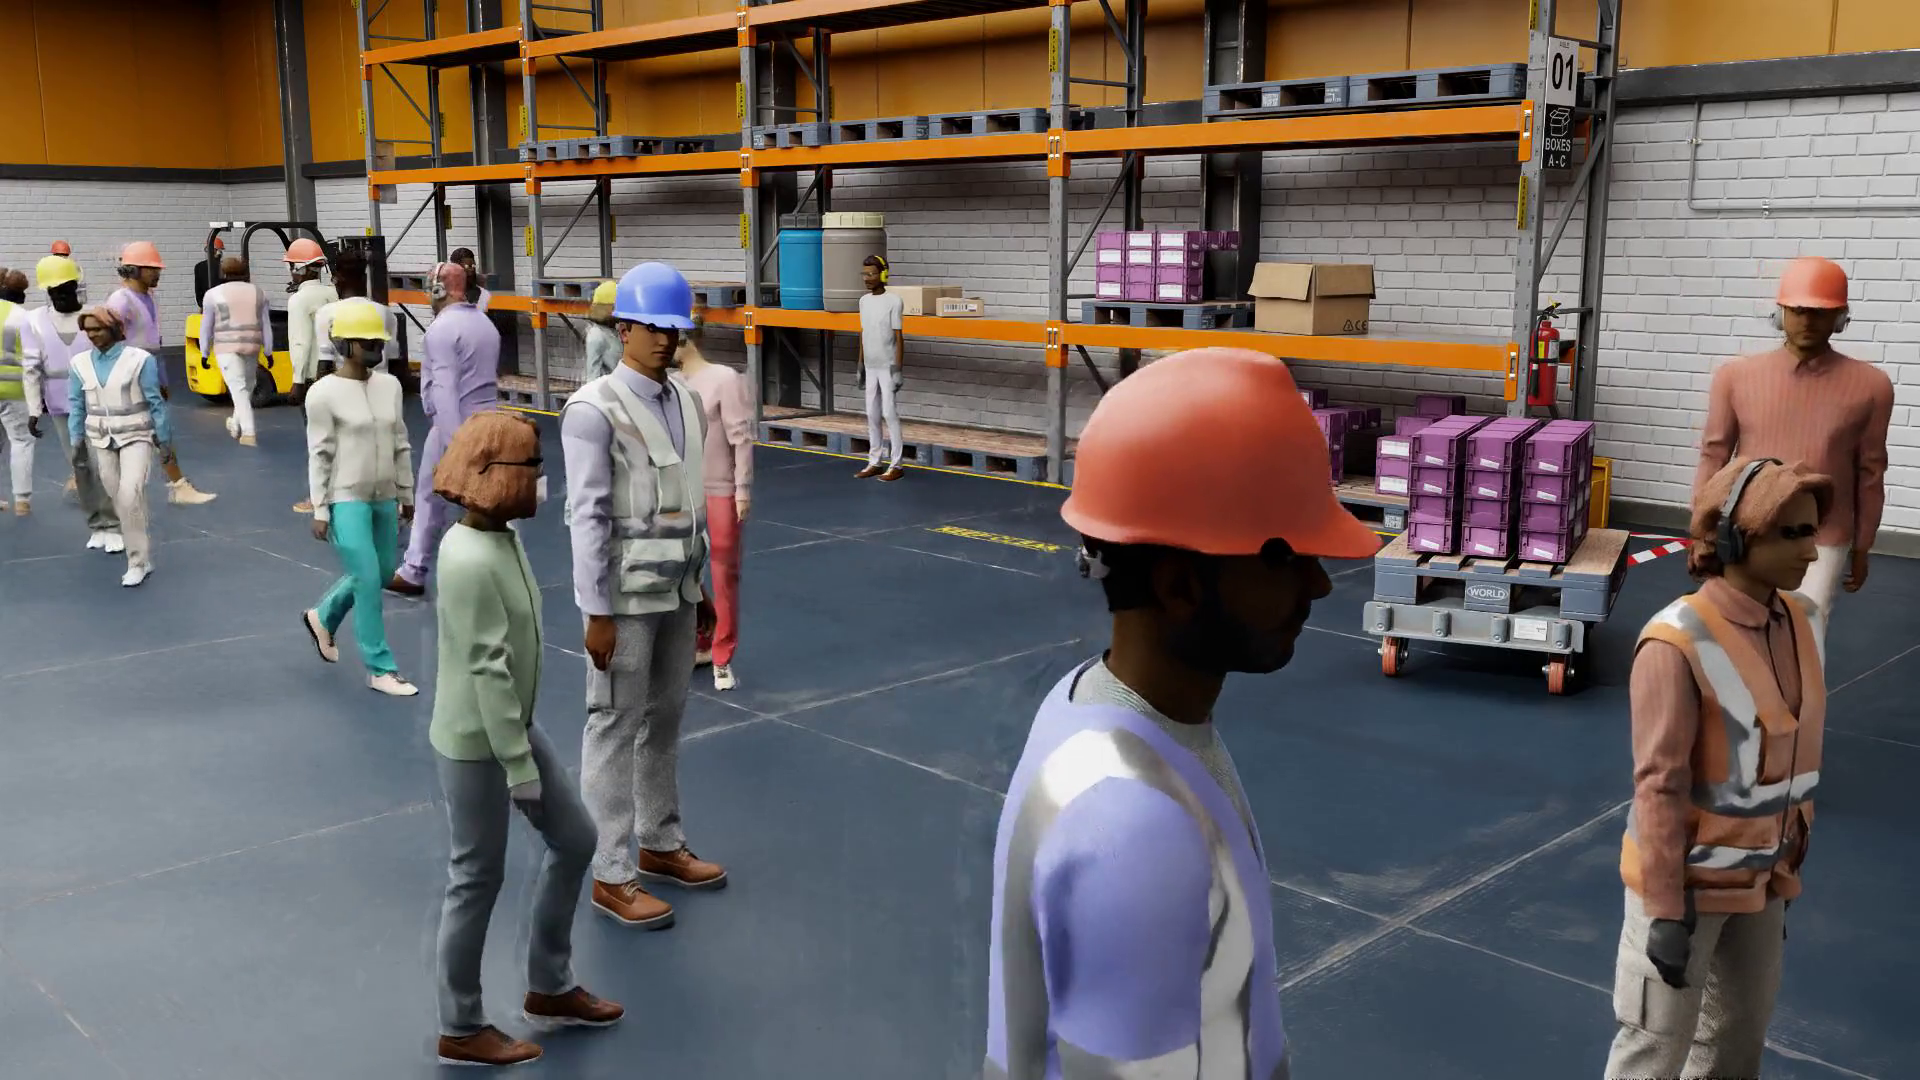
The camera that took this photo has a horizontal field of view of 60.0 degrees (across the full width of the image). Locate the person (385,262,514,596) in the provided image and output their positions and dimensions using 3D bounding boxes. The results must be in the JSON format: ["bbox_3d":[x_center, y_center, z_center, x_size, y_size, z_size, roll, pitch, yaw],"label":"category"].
[{"bbox_3d":[-2.899,-0.605,9.311,0.906,1.866,0.661,3,11,14],"label":"person"}]

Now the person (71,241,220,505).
[{"bbox_3d":[-6.196,-1.224,12.401,1.091,1.988,0.617,-1,10,-5],"label":"person"}]

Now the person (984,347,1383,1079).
[{"bbox_3d":[0.138,0.753,1.776,0.565,1.917,0.550,2,11,10],"label":"person"}]

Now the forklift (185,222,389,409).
[{"bbox_3d":[-8.169,-2.758,20.163,2.313,2.155,1.214,-10,14,-44],"label":"forklift"}]

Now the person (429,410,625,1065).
[{"bbox_3d":[-1.042,0.497,4.008,0.558,1.618,0.504,0,10,-1],"label":"person"}]

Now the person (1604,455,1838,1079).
[{"bbox_3d":[1.409,0.651,3.118,0.524,1.630,0.315,-7,13,-34],"label":"person"}]

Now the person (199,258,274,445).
[{"bbox_3d":[-7.104,-1.842,16.243,0.927,1.794,0.654,10,14,43],"label":"person"}]

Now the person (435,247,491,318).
[{"bbox_3d":[-4.180,-1.497,14.041,0.399,1.920,0.590,6,12,30],"label":"person"}]

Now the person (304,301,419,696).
[{"bbox_3d":[-2.726,-0.197,7.434,0.738,1.742,0.529,5,12,27],"label":"person"}]

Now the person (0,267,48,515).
[{"bbox_3d":[-6.895,-1.052,11.970,0.696,1.799,0.432,0,10,2],"label":"person"}]

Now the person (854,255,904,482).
[{"bbox_3d":[-0.665,-1.416,13.769,0.511,1.862,0.322,10,14,43],"label":"person"}]

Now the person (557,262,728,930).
[{"bbox_3d":[-0.927,0.155,4.963,0.402,1.944,0.605,5,11,24],"label":"person"}]

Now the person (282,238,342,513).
[{"bbox_3d":[-4.728,-1.199,12.201,0.378,1.996,0.611,1,10,8],"label":"person"}]

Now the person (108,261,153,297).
[{"bbox_3d":[-10.567,-2.727,21.264,0.525,1.734,0.836,-4,11,-19],"label":"person"}]

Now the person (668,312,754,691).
[{"bbox_3d":[-1.145,-0.193,7.499,0.599,1.720,0.340,6,12,29],"label":"person"}]

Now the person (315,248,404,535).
[{"bbox_3d":[-3.901,-0.938,10.935,0.773,1.945,0.607,6,12,29],"label":"person"}]

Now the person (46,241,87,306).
[{"bbox_3d":[-12.906,-3.340,24.026,0.551,1.941,0.340,-10,14,-43],"label":"person"}]

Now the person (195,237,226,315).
[{"bbox_3d":[-11.003,-3.486,24.681,0.622,1.990,0.397,1,10,7],"label":"person"}]

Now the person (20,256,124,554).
[{"bbox_3d":[-5.608,-0.845,10.569,0.598,1.884,0.752,-3,11,-14],"label":"person"}]

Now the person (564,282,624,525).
[{"bbox_3d":[-2.359,-0.918,11.469,0.888,1.695,0.506,0,10,0],"label":"person"}]

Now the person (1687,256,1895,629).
[{"bbox_3d":[3.005,-0.049,6.060,0.619,1.966,0.972,6,12,29],"label":"person"}]

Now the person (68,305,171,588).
[{"bbox_3d":[-4.887,-0.532,9.584,0.531,1.615,0.635,1,10,4],"label":"person"}]
